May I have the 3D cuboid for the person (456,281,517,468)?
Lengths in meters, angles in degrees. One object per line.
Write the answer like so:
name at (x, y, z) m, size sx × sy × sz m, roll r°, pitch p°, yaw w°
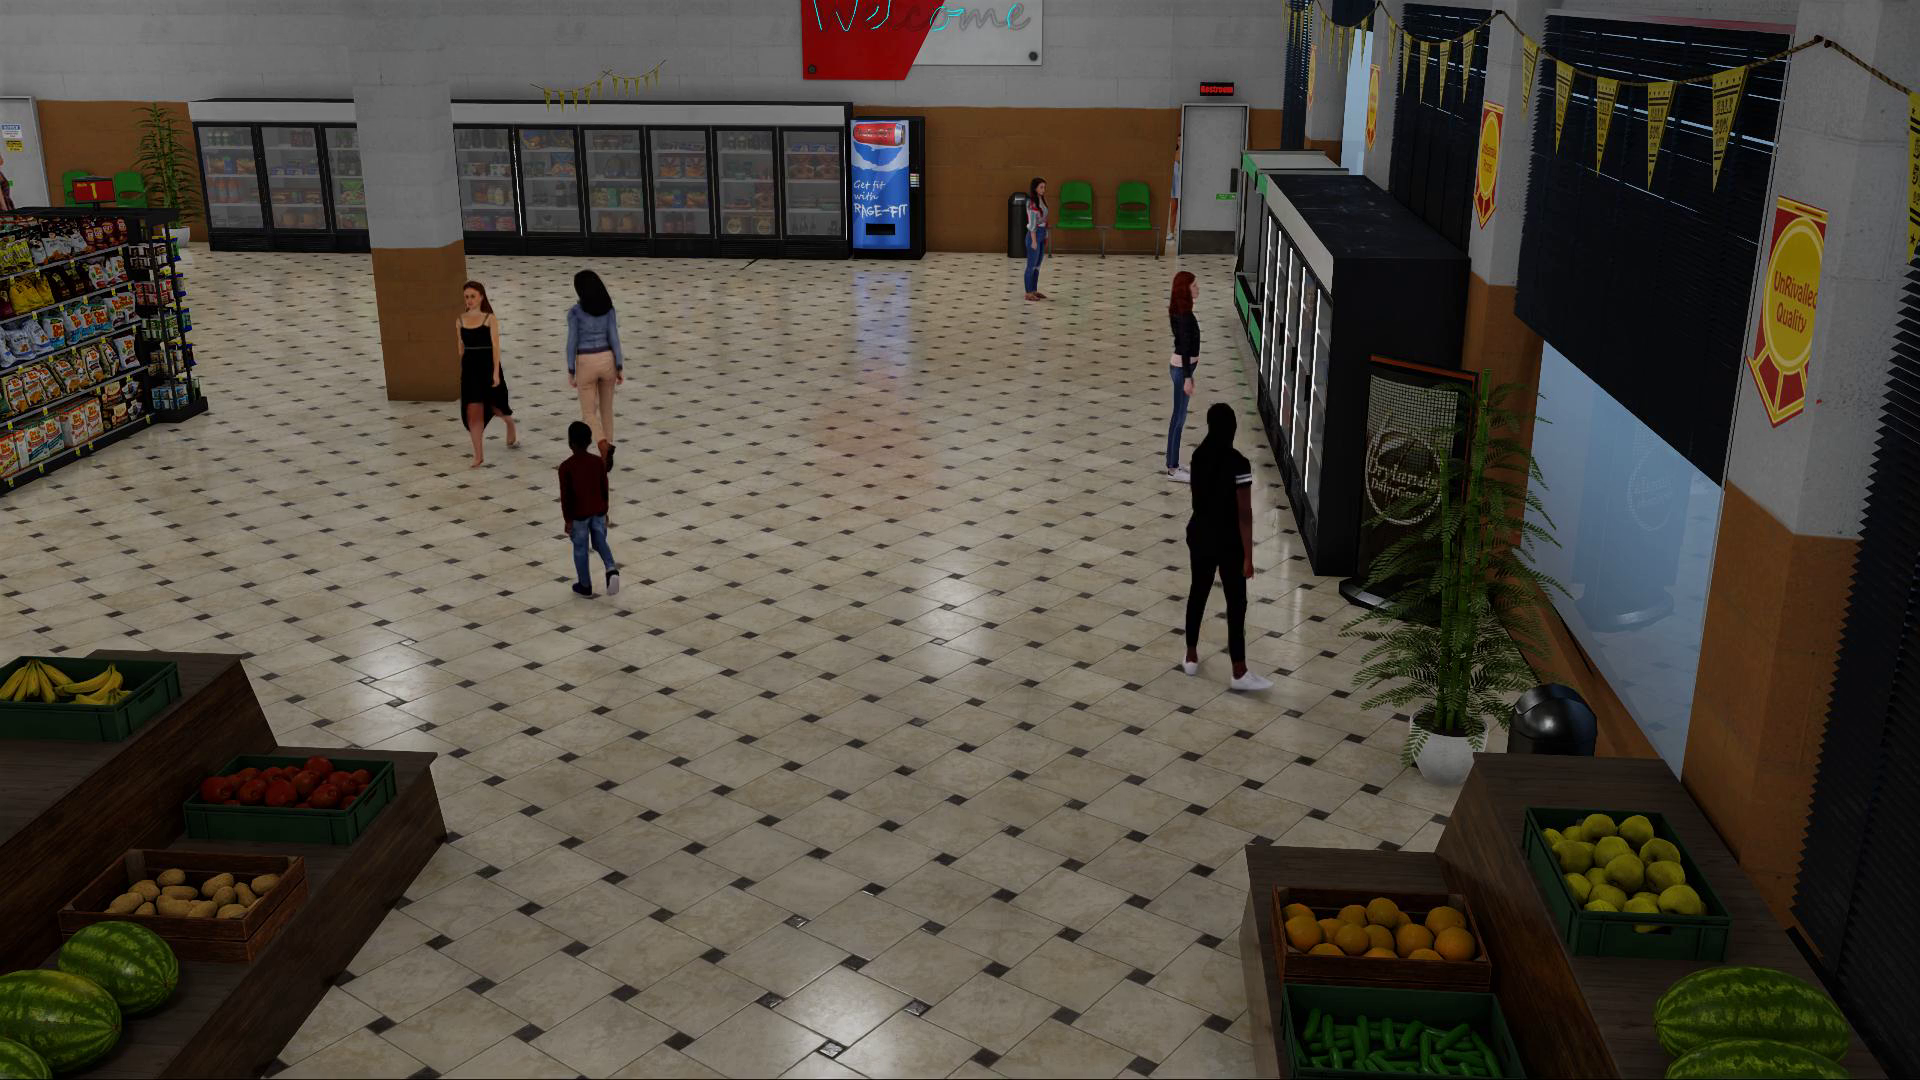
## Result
person at (-4.176, -1.483, 14.690) m, size 0.562 × 1.597 × 0.994 m, roll 2°, pitch 19°, yaw 5°

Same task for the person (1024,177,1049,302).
person at (1.007, -4.024, 22.201) m, size 0.711 × 1.613 × 0.564 m, roll 9°, pitch 20°, yaw 24°

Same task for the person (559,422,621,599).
person at (-2.529, -0.179, 11.375) m, size 0.708 × 1.244 × 0.771 m, roll -14°, pitch 23°, yaw -36°

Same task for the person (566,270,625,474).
person at (-3.093, -1.405, 14.218) m, size 0.930 × 1.751 × 1.094 m, roll -7°, pitch 20°, yaw -21°

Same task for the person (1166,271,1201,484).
person at (1.894, -1.391, 14.121) m, size 0.638 × 1.786 × 0.497 m, roll 3°, pitch 19°, yaw 9°

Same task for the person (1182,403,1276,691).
person at (1.579, 0.038, 9.969) m, size 0.952 × 1.731 × 0.873 m, roll -10°, pitch 21°, yaw -27°
